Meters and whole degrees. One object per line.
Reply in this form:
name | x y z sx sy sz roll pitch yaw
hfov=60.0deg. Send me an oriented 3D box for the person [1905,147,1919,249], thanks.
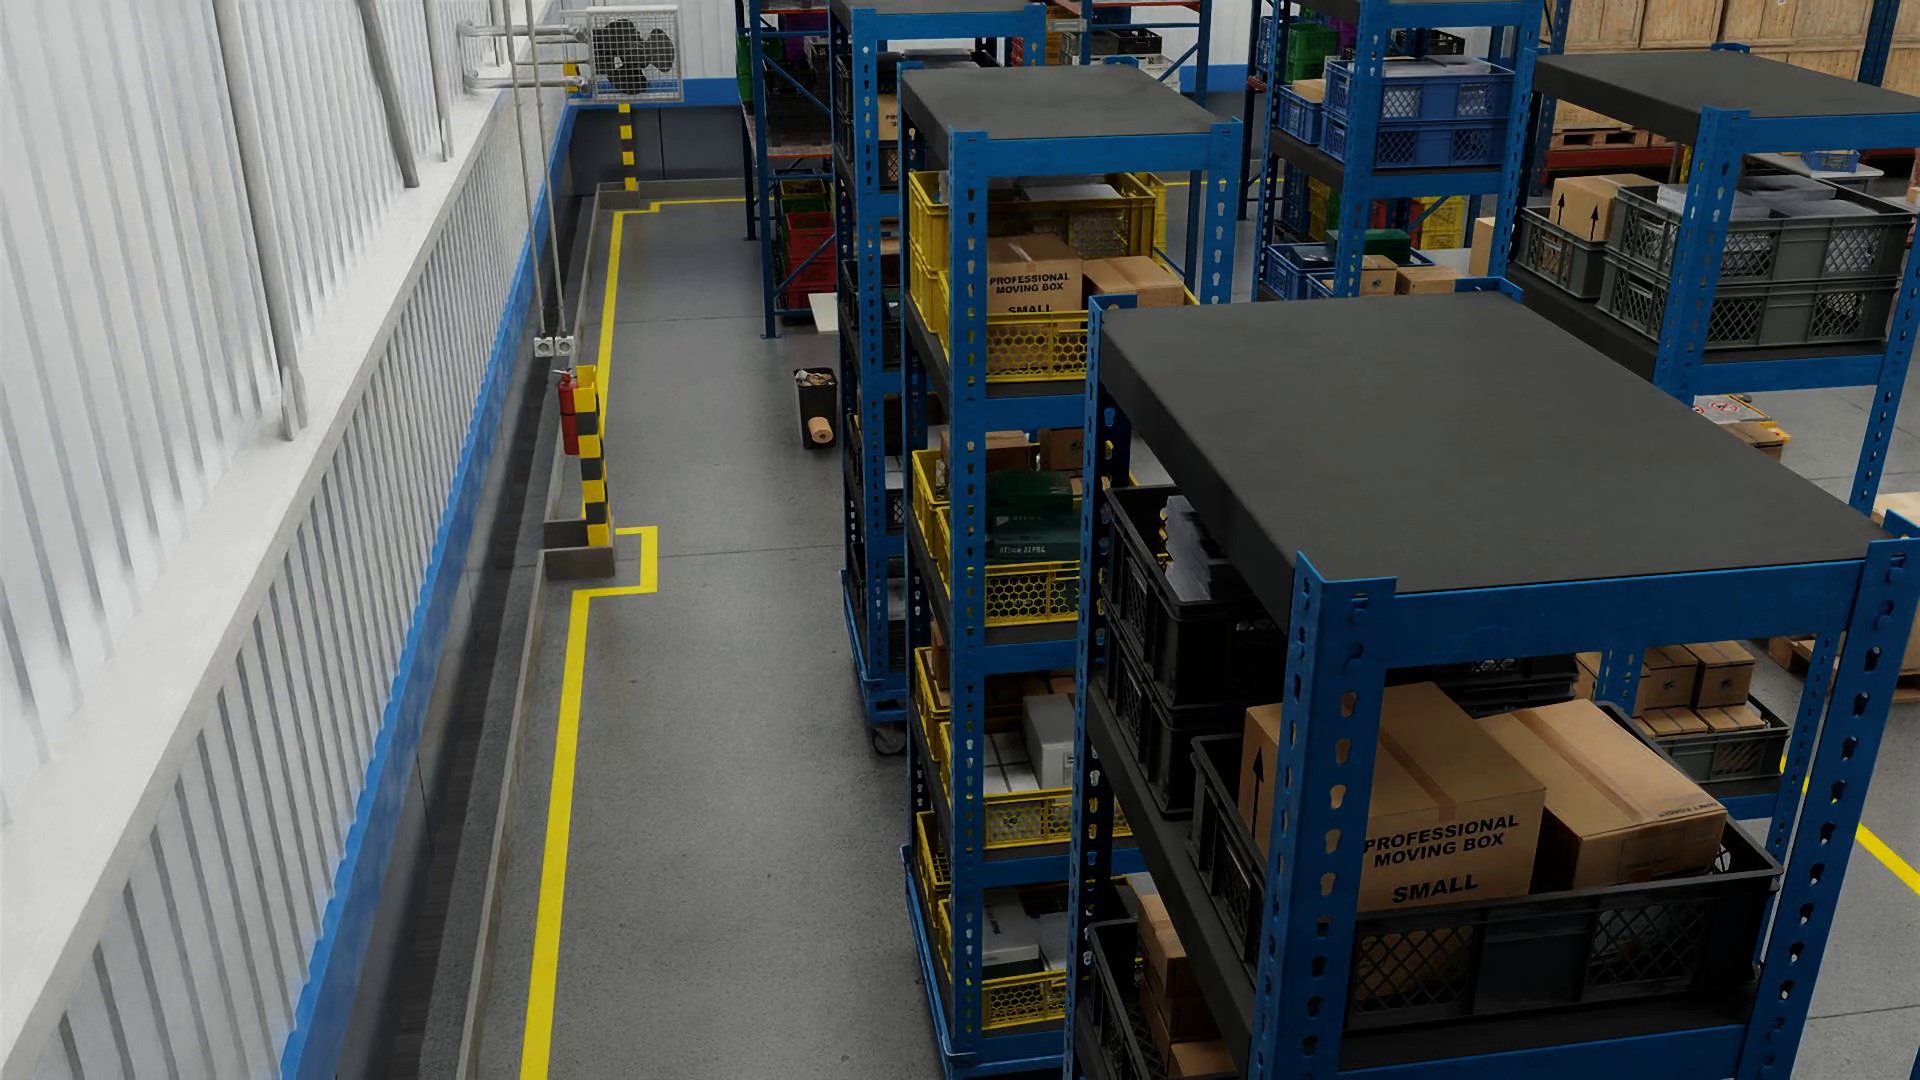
person | 9.885 -3.898 16.813 0.401 1.900 0.636 7 26 15
